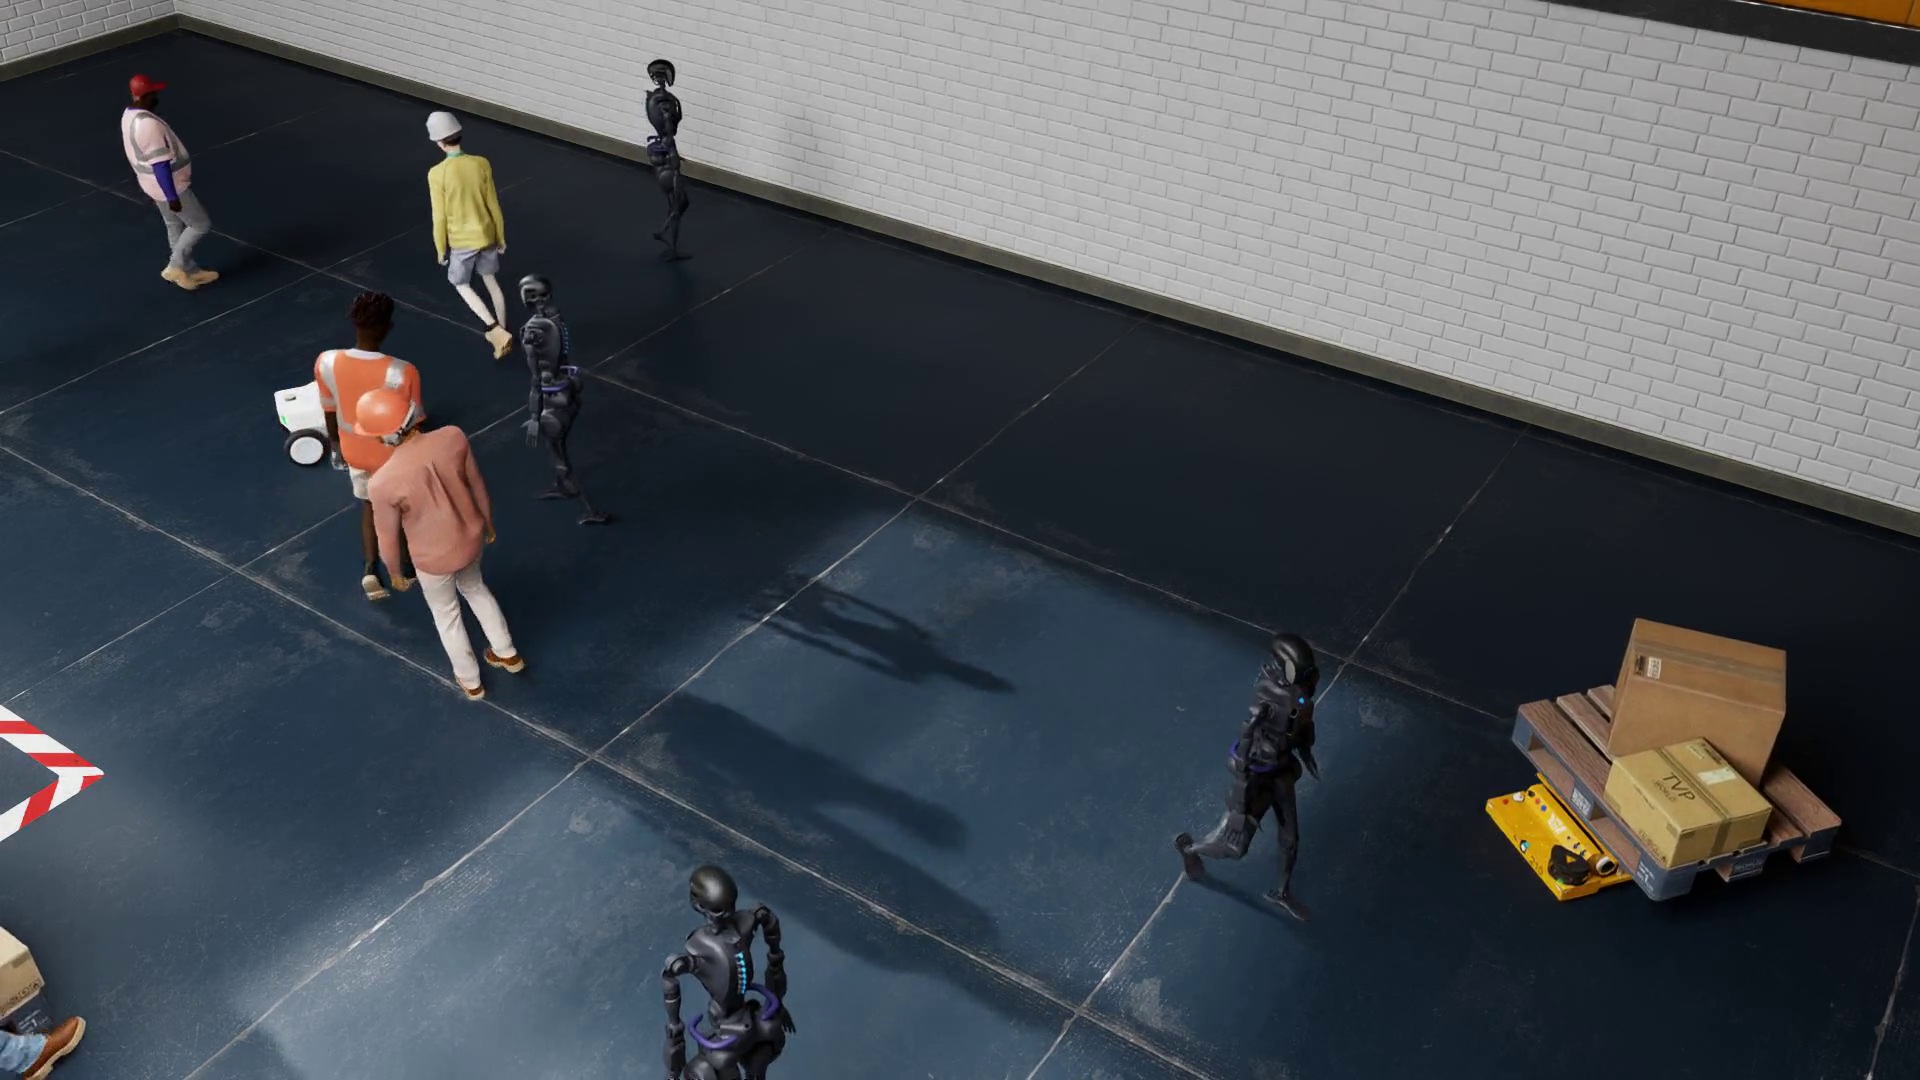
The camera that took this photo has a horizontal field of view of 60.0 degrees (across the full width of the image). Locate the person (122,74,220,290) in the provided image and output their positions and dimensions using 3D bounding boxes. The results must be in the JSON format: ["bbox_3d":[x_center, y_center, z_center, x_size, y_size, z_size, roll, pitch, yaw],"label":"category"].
[{"bbox_3d":[-6.138,-2.750,12.909,0.434,1.739,0.643,-22,41,-28],"label":"person"}]

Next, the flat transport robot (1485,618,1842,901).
[{"bbox_3d":[3.441,1.360,8.319,1.431,0.231,0.659,-10,36,-14],"label":"flat transport robot"}]

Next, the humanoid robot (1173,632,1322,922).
[{"bbox_3d":[1.366,1.030,7.591,0.681,1.634,0.612,29,44,35],"label":"humanoid robot"}]

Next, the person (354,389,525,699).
[{"bbox_3d":[-2.734,0.041,8.743,0.427,1.969,0.648,24,42,31],"label":"person"}]

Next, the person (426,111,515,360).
[{"bbox_3d":[-3.482,-2.141,11.942,0.536,1.863,0.586,-28,44,-34],"label":"person"}]

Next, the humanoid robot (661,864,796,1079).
[{"bbox_3d":[-0.835,1.931,6.289,0.528,1.641,0.615,29,44,35],"label":"humanoid robot"}]

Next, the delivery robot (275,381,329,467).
[{"bbox_3d":[-4.262,-0.858,11.256,0.785,0.614,0.504,-14,37,-18],"label":"delivery robot"}]

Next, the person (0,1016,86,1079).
[{"bbox_3d":[-4.055,1.705,6.389,0.687,1.918,1.027,13,37,18],"label":"person"}]

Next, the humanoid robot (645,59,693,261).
[{"bbox_3d":[-2.374,-3.048,13.387,0.375,1.644,0.597,-10,36,-13],"label":"humanoid robot"}]

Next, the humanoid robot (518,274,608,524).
[{"bbox_3d":[-2.526,-0.849,10.279,0.598,1.639,0.625,5,35,7],"label":"humanoid robot"}]

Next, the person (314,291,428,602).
[{"bbox_3d":[-3.324,-0.484,9.503,0.639,1.935,0.622,1,35,2],"label":"person"}]
